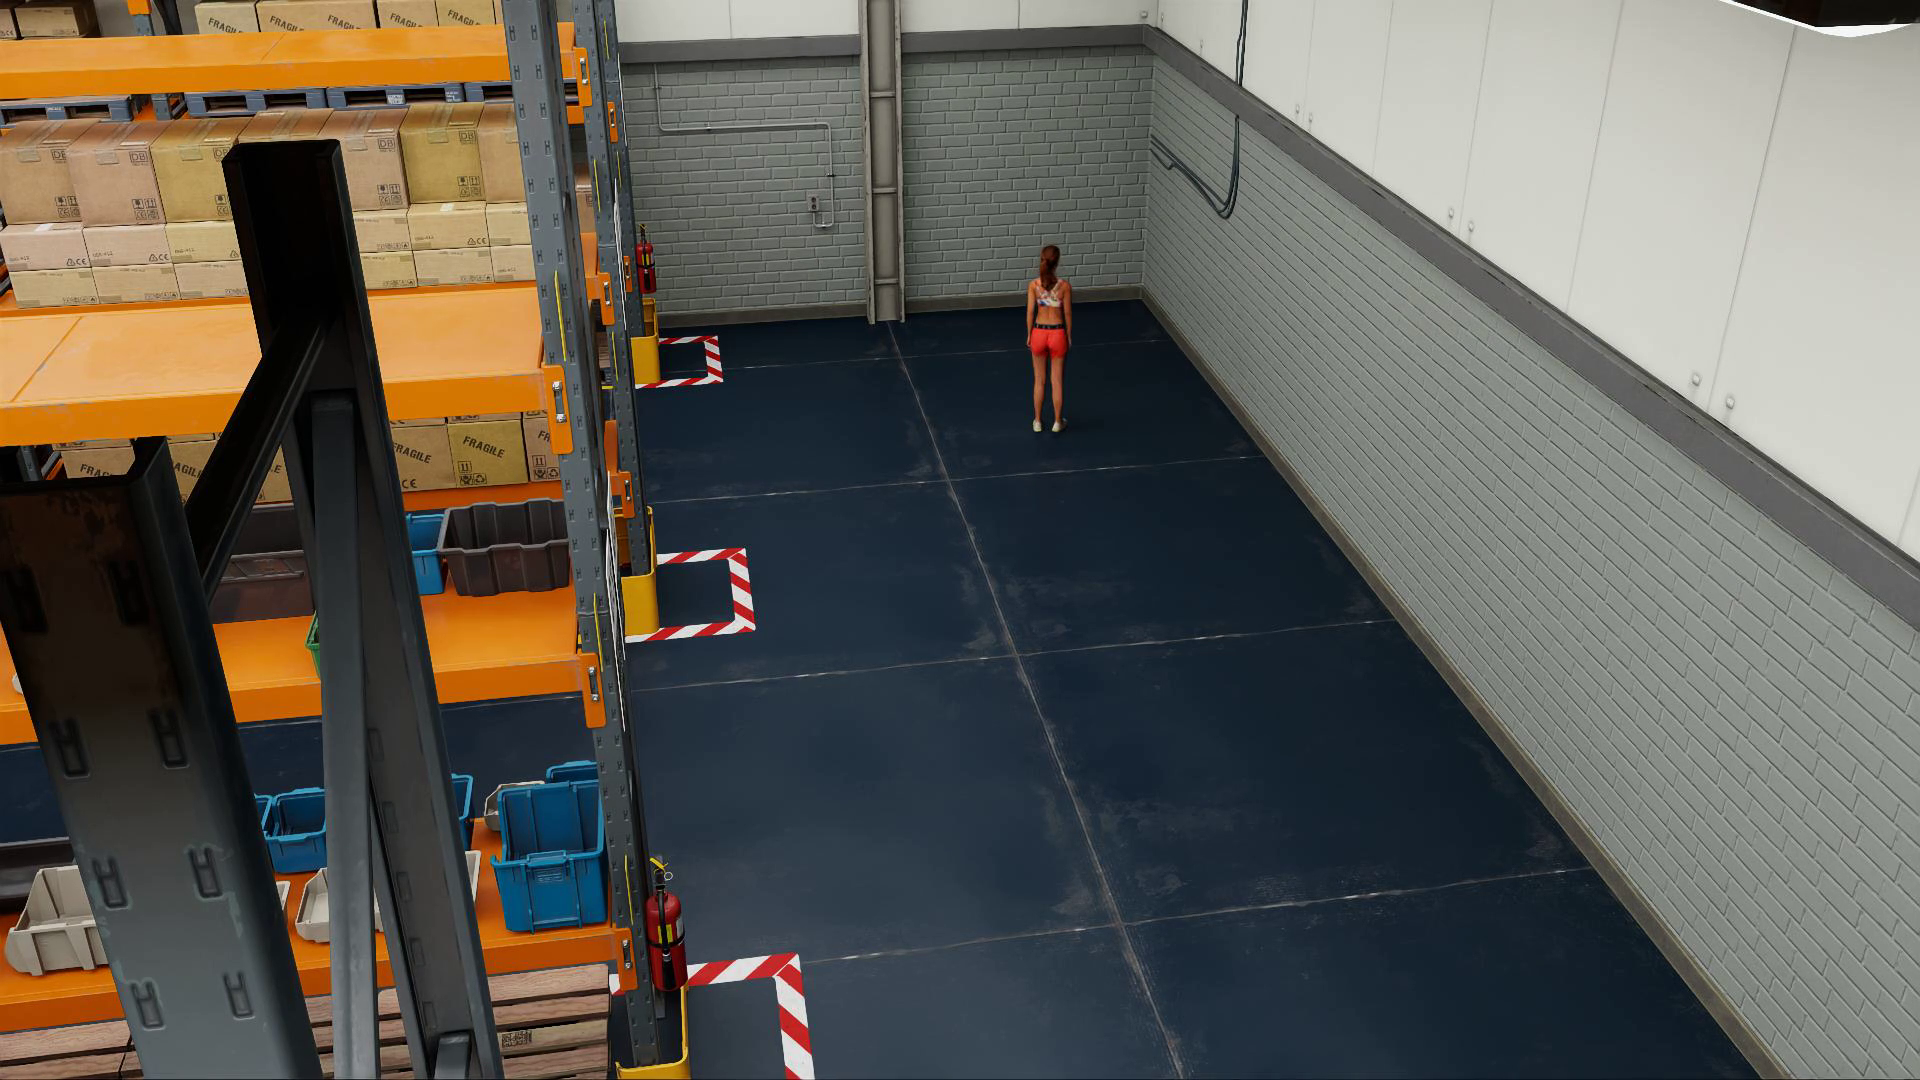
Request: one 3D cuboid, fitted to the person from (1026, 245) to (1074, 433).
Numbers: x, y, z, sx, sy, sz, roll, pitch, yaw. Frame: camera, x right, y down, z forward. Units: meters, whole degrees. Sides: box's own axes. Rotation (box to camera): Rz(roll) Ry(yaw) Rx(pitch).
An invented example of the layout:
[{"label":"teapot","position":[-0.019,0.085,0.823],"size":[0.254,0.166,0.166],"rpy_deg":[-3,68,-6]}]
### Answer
[{"label":"person","position":[0.828,-1.864,15.492],"size":[0.574,1.788,0.710],"rpy_deg":[5,28,9]}]
